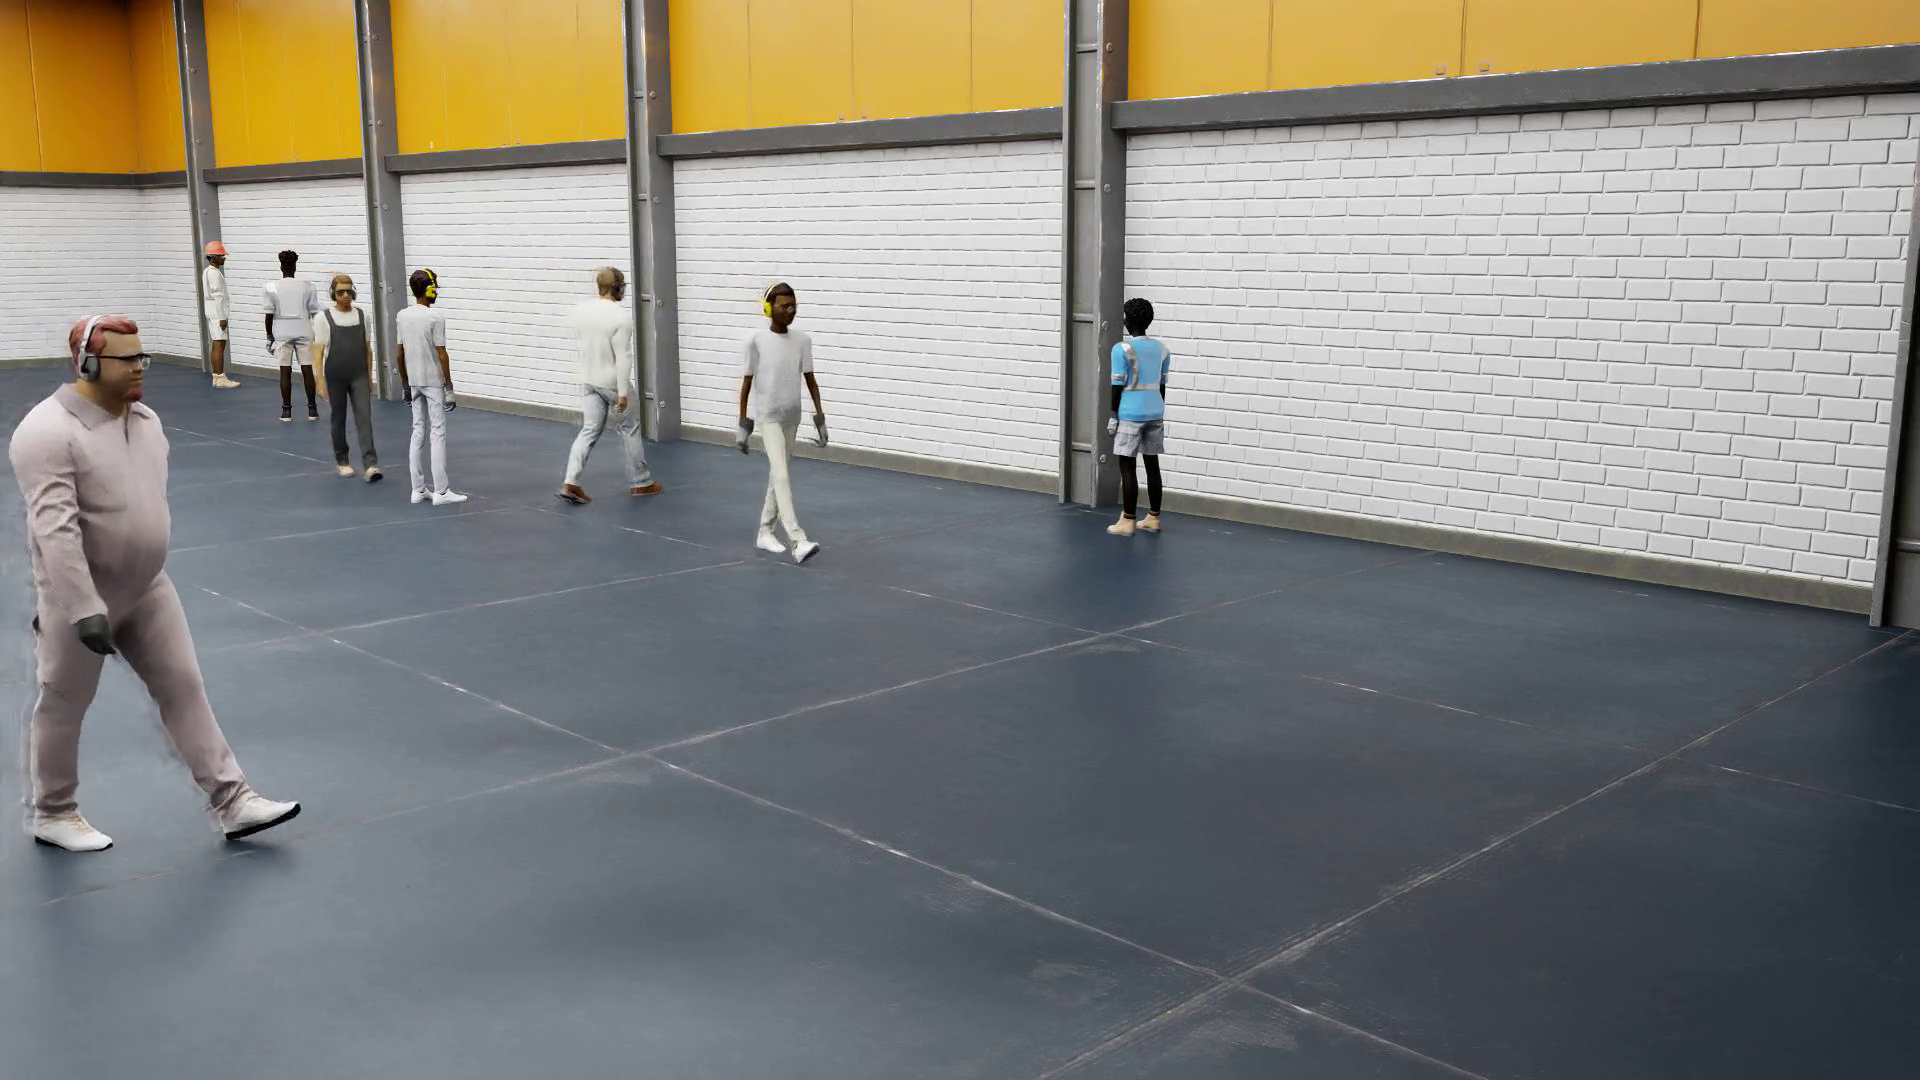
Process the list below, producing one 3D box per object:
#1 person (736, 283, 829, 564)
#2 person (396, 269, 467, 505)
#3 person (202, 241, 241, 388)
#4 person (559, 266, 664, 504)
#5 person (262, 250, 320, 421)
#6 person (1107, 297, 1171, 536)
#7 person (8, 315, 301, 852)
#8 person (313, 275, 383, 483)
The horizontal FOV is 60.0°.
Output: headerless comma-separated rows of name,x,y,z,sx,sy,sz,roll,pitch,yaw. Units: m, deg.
person,-1.135,-0.765,10.929,0.549,1.820,0.985,-8,13,-37
person,-4.228,-1.214,13.239,0.534,1.866,0.315,5,12,26
person,-10.377,-3.149,23.312,0.371,2.044,0.608,-7,12,-32
person,-2.842,-1.238,13.316,0.627,1.899,0.986,7,12,32
person,-7.677,-2.348,19.151,0.613,1.965,0.361,-5,11,-25
person,1.273,-0.874,11.869,0.530,1.693,0.319,-8,13,-38
person,-2.826,0.180,5.653,0.966,1.858,0.657,3,11,16
person,-5.321,-1.395,14.436,0.528,1.786,0.986,-7,13,-34
